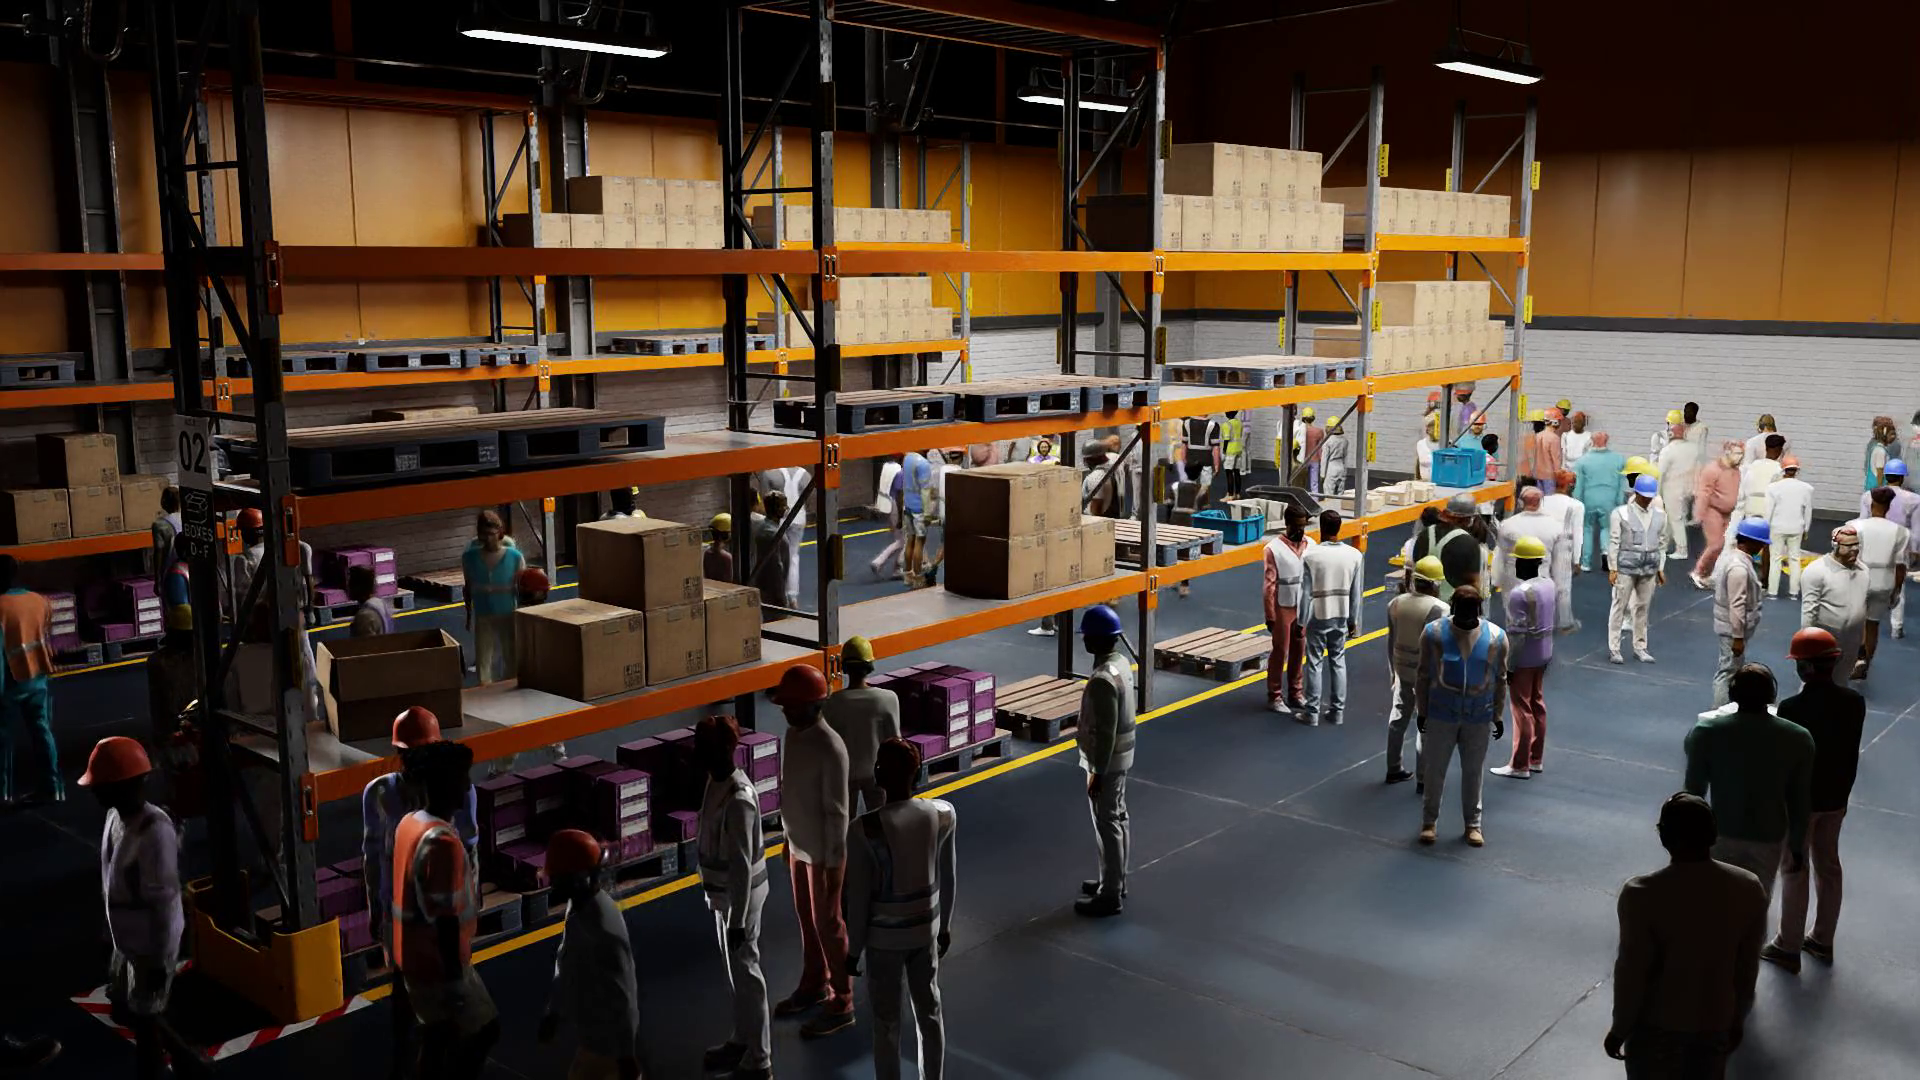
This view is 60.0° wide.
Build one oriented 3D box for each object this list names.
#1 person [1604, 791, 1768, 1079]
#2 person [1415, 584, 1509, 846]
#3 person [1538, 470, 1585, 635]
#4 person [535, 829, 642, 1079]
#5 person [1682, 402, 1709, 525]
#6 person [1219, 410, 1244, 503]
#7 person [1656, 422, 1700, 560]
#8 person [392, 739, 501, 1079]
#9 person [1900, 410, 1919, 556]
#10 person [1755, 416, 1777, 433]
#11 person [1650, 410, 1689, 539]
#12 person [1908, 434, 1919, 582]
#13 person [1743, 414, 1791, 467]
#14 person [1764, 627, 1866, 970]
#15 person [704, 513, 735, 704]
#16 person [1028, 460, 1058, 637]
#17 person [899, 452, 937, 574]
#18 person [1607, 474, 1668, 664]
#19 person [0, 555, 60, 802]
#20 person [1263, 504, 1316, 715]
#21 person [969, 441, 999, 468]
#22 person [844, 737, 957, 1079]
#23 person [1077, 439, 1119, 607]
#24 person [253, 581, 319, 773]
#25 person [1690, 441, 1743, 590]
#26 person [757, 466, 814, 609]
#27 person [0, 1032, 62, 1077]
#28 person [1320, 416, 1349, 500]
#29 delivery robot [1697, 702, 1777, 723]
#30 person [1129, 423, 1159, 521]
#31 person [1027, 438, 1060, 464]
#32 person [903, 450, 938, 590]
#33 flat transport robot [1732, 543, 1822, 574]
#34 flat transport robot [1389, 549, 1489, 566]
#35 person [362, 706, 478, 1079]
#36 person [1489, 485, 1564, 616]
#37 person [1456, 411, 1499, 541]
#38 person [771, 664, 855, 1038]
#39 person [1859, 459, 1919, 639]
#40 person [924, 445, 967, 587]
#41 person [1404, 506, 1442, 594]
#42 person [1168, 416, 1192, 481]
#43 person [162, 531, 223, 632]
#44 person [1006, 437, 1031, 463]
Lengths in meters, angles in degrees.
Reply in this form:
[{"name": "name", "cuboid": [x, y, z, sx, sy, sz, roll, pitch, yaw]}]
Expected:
[{"name": "person", "cuboid": [2.945, 1.974, 6.821, 0.628, 1.935, 0.373, -2, 10, -10]}, {"name": "person", "cuboid": [3.493, 1.217, 11.611, 0.621, 1.845, 0.429, 2, 10, 11]}, {"name": "person", "cuboid": [6.436, 0.152, 17.939, 0.953, 1.836, 0.677, -9, 13, -44]}, {"name": "person", "cuboid": [-1.611, 2.053, 6.990, 0.865, 1.707, 0.566, -3, 10, -18]}, {"name": "person", "cuboid": [11.333, -1.187, 25.777, 0.396, 1.910, 0.587, -3, 10, -17]}, {"name": "person", "cuboid": [4.584, -1.471, 28.088, 0.322, 1.697, 0.532, 9, 13, 42]}, {"name": "person", "cuboid": [9.741, -0.689, 22.887, 0.642, 1.867, 0.897, -5, 11, -27]}, {"name": "person", "cuboid": [-2.318, 1.858, 7.479, 0.427, 1.942, 0.627, -7, 12, -37]}, {"name": "person", "cuboid": [13.271, -0.788, 22.987, 0.655, 2.000, 0.728, -1, 10, -7]}, {"name": "person", "cuboid": [12.297, -1.050, 25.467, 0.321, 1.737, 0.485, 8, 13, 41]}, {"name": "person", "cuboid": [10.391, -0.954, 24.354, 0.594, 1.913, 0.385, -2, 10, -13]}, {"name": "person", "cuboid": [12.316, -0.473, 21.159, 0.420, 2.031, 0.605, 2, 10, 12]}, {"name": "person", "cuboid": [11.366, -0.814, 23.490, 0.637, 1.930, 0.377, 0, 10, -2]}, {"name": "person", "cuboid": [4.890, 1.483, 9.594, 0.608, 1.986, 0.389, -4, 10, -21]}, {"name": "person", "cuboid": [-2.199, 0.626, 15.401, 0.362, 1.756, 0.524, -6, 11, -30]}, {"name": "person", "cuboid": [0.974, 0.086, 18.099, 0.360, 1.930, 0.588, 7, 12, 37]}, {"name": "person", "cuboid": [-0.612, -0.361, 21.741, 0.793, 1.602, 0.518, -6, 12, -34]}, {"name": "person", "cuboid": [6.859, 0.292, 16.850, 0.603, 1.938, 0.401, -1, 10, -6]}, {"name": "person", "cuboid": [-7.156, 1.054, 12.496, 0.798, 1.867, 0.674, 2, 10, 12]}, {"name": "person", "cuboid": [2.972, 0.614, 15.023, 0.599, 1.909, 0.401, -6, 11, -34]}, {"name": "person", "cuboid": [0.351, -1.158, 25.765, 0.670, 1.849, 0.768, 9, 13, 42]}, {"name": "person", "cuboid": [-0.281, 1.840, 7.773, 0.574, 1.883, 0.355, -6, 11, -32]}, {"name": "person", "cuboid": [1.546, -0.214, 19.562, 0.723, 2.000, 0.699, 5, 11, 25]}, {"name": "person", "cuboid": [-5.258, 1.096, 13.093, 0.866, 1.588, 0.500, 3, 10, 18]}, {"name": "person", "cuboid": [9.373, -0.296, 20.553, 0.676, 1.875, 0.468, -6, 11, -31]}, {"name": "person", "cuboid": [-2.095, -0.231, 19.663, 0.754, 2.000, 0.824, -4, 10, -22]}, {"name": "person", "cuboid": [-5.012, 1.747, 8.183, 0.873, 1.925, 0.612, -5, 11, -26]}, {"name": "person", "cuboid": [5.660, -1.013, 25.241, 0.485, 1.736, 0.322, -5, 11, -28]}, {"name": "delivery robot", "cuboid": [6.331, 1.494, 13.498, 0.707, 0.478, 0.477, -5, 10, -28]}, {"name": "person", "cuboid": [2.832, -1.107, 25.807, 0.483, 1.736, 0.312, 6, 11, 32]}, {"name": "person", "cuboid": [1.151, -0.598, 23.052, 0.512, 1.641, 0.307, -1, 10, -5]}, {"name": "person", "cuboid": [-0.493, -0.404, 20.688, 0.394, 2.042, 0.611, -4, 10, -23]}, {"name": "flat transport robot", "cuboid": [10.951, 0.239, 22.134, 0.652, 0.197, 1.431, -1, 10, -9]}, {"name": "flat transport robot", "cuboid": [6.473, 0.187, 22.444, 1.431, 0.197, 0.652, -9, 13, -42]}, {"name": "person", "cuboid": [-2.617, 1.754, 8.110, 0.543, 1.943, 0.348, -2, 10, -12]}, {"name": "person", "cuboid": [5.541, 0.403, 16.334, 0.646, 1.890, 0.443, -1, 10, -5]}, {"name": "person", "cuboid": [7.180, -0.800, 23.232, 0.624, 1.995, 0.429, 6, 11, 30]}, {"name": "person", "cuboid": [-0.791, 1.621, 8.791, 0.411, 1.986, 0.618, -5, 11, -29]}, {"name": "person", "cuboid": [10.048, 0.094, 18.010, 0.610, 1.942, 0.401, 6, 11, 32]}, {"name": "person", "cuboid": [-0.113, -0.279, 20.360, 0.555, 1.904, 0.595, 9, 13, 43]}, {"name": "person", "cuboid": [4.636, 0.499, 16.374, 0.538, 1.673, 0.753, 2, 10, 11]}, {"name": "person", "cuboid": [3.629, -1.282, 26.344, 0.627, 1.899, 0.589, -8, 12, -39]}, {"name": "person", "cuboid": [-6.417, 0.822, 13.973, 0.430, 1.845, 0.621, -1, 10, -8]}, {"name": "person", "cuboid": [0.912, -1.169, 25.919, 0.349, 1.833, 0.692, 7, 12, 35]}]
